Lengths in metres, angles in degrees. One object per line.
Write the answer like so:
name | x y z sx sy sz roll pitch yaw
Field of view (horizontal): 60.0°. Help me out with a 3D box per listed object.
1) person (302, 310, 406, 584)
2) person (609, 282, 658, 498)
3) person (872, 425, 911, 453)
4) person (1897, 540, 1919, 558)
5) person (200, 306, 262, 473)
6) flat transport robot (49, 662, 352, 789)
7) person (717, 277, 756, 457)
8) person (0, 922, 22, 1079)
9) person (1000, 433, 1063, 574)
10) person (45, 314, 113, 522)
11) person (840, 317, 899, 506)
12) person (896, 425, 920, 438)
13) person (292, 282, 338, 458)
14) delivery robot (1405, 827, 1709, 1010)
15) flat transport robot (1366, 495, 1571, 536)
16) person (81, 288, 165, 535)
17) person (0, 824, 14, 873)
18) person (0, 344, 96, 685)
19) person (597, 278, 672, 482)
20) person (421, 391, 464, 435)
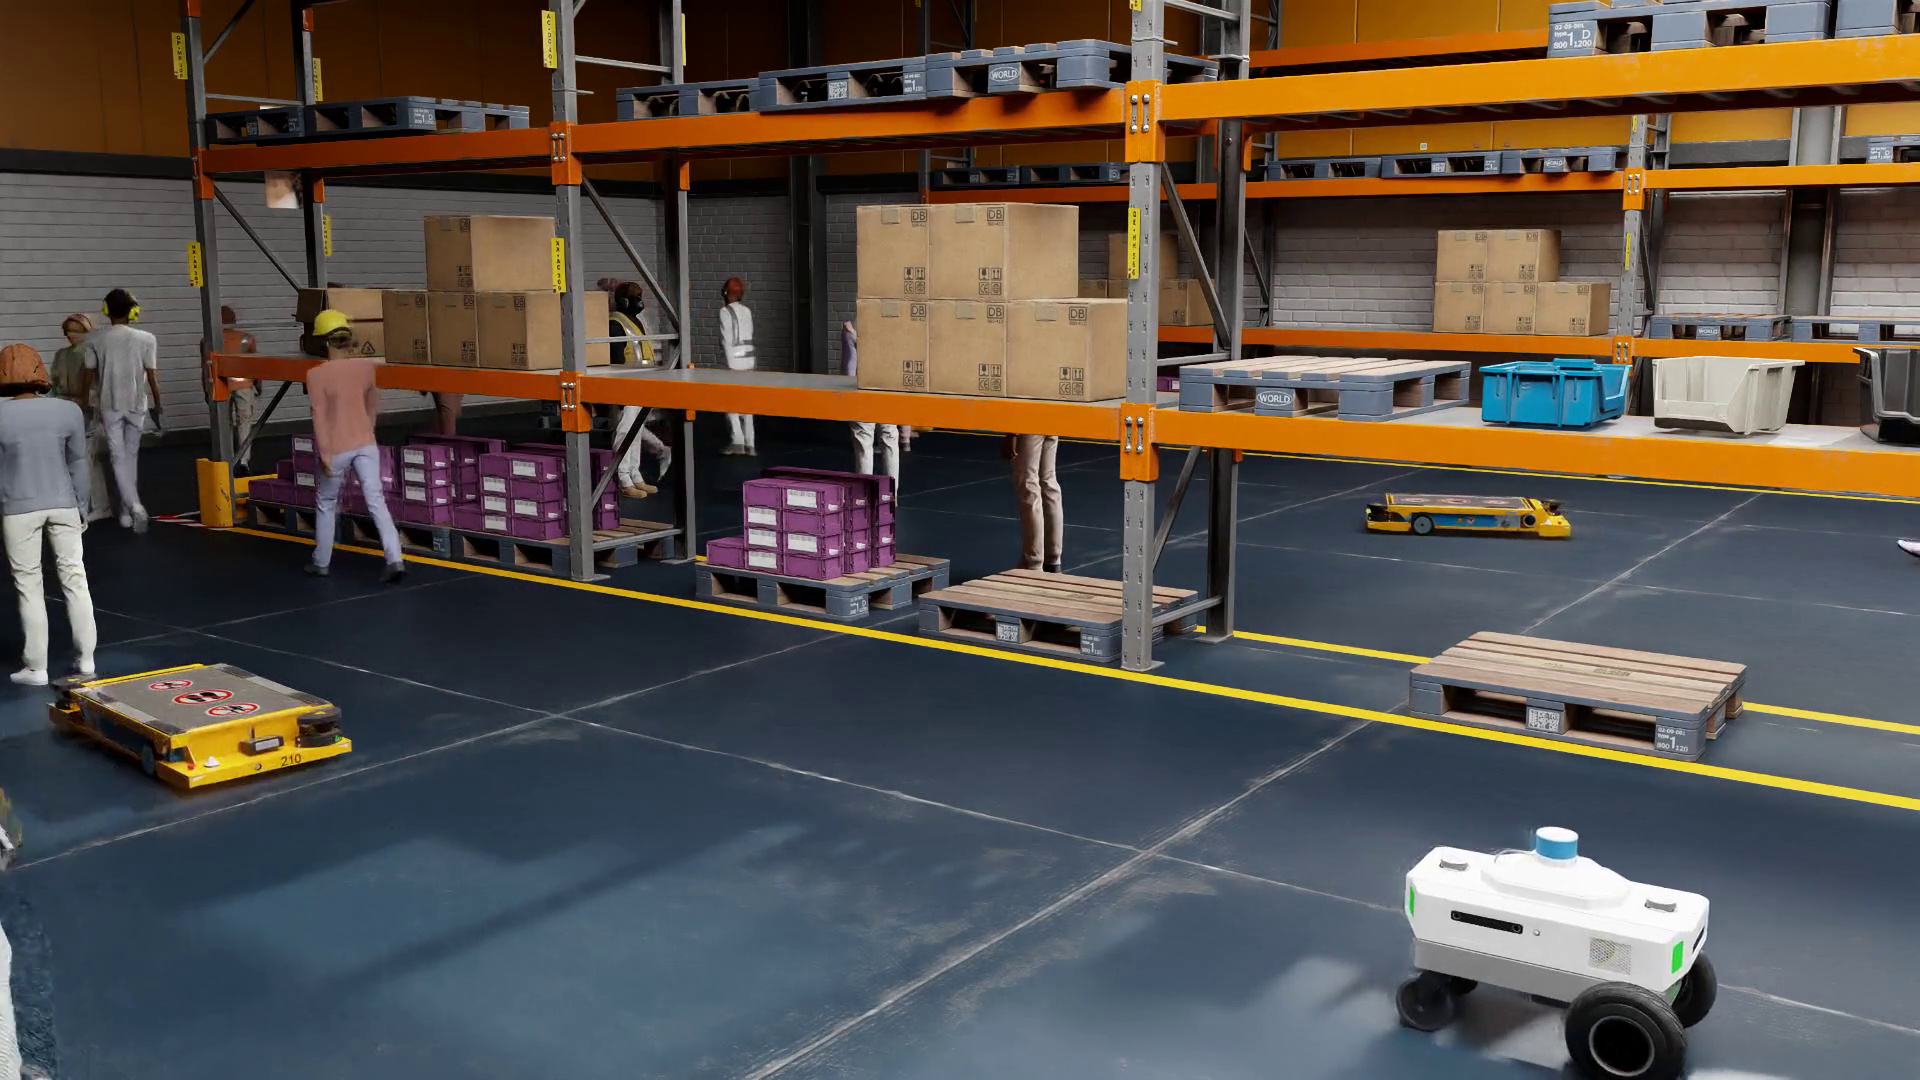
person | -3.840 -0.579 10.458 0.914 1.727 0.522 7 12 37
person | -2.818 -1.286 14.292 0.429 1.845 0.621 1 10 8
person | -0.747 -1.905 17.532 0.392 1.991 0.613 8 13 40
person | 6.582 -0.692 10.671 0.967 1.870 0.666 9 13 42
person | -6.980 -1.445 15.951 0.521 1.598 0.818 -3 10 -20
flat transport robot | -3.192 0.733 6.932 1.431 0.197 0.652 9 13 42
person | -2.302 -1.798 17.293 0.444 1.854 0.608 5 11 28
person | -1.091 0.908 1.691 0.931 1.690 0.501 -3 10 -17
person | 0.434 -0.710 10.402 0.396 1.993 0.618 6 11 31
person | -6.761 -0.916 12.759 0.600 1.618 0.470 4 10 25
person | -0.722 -1.170 13.596 0.633 1.842 0.429 -7 12 -35
person | -0.544 -2.202 19.154 0.569 2.000 0.831 0 10 2
person | -6.269 -1.652 16.568 0.590 1.799 0.904 4 11 25
delivery robot | 1.528 0.987 4.298 0.707 0.478 0.477 6 11 33
flat transport robot | 3.786 -0.197 12.472 1.431 0.197 0.652 2 10 12
person | -6.245 -0.957 12.401 0.555 1.831 0.874 -6 11 -32
person | -2.249 0.638 3.386 0.899 1.643 0.546 2 10 14
person | -4.421 -0.120 7.966 0.284 1.633 0.498 8 12 40
person | -2.863 -1.363 14.632 0.596 1.879 0.679 1 10 5
person | -5.118 -1.631 16.280 0.748 1.875 0.671 3 10 20
